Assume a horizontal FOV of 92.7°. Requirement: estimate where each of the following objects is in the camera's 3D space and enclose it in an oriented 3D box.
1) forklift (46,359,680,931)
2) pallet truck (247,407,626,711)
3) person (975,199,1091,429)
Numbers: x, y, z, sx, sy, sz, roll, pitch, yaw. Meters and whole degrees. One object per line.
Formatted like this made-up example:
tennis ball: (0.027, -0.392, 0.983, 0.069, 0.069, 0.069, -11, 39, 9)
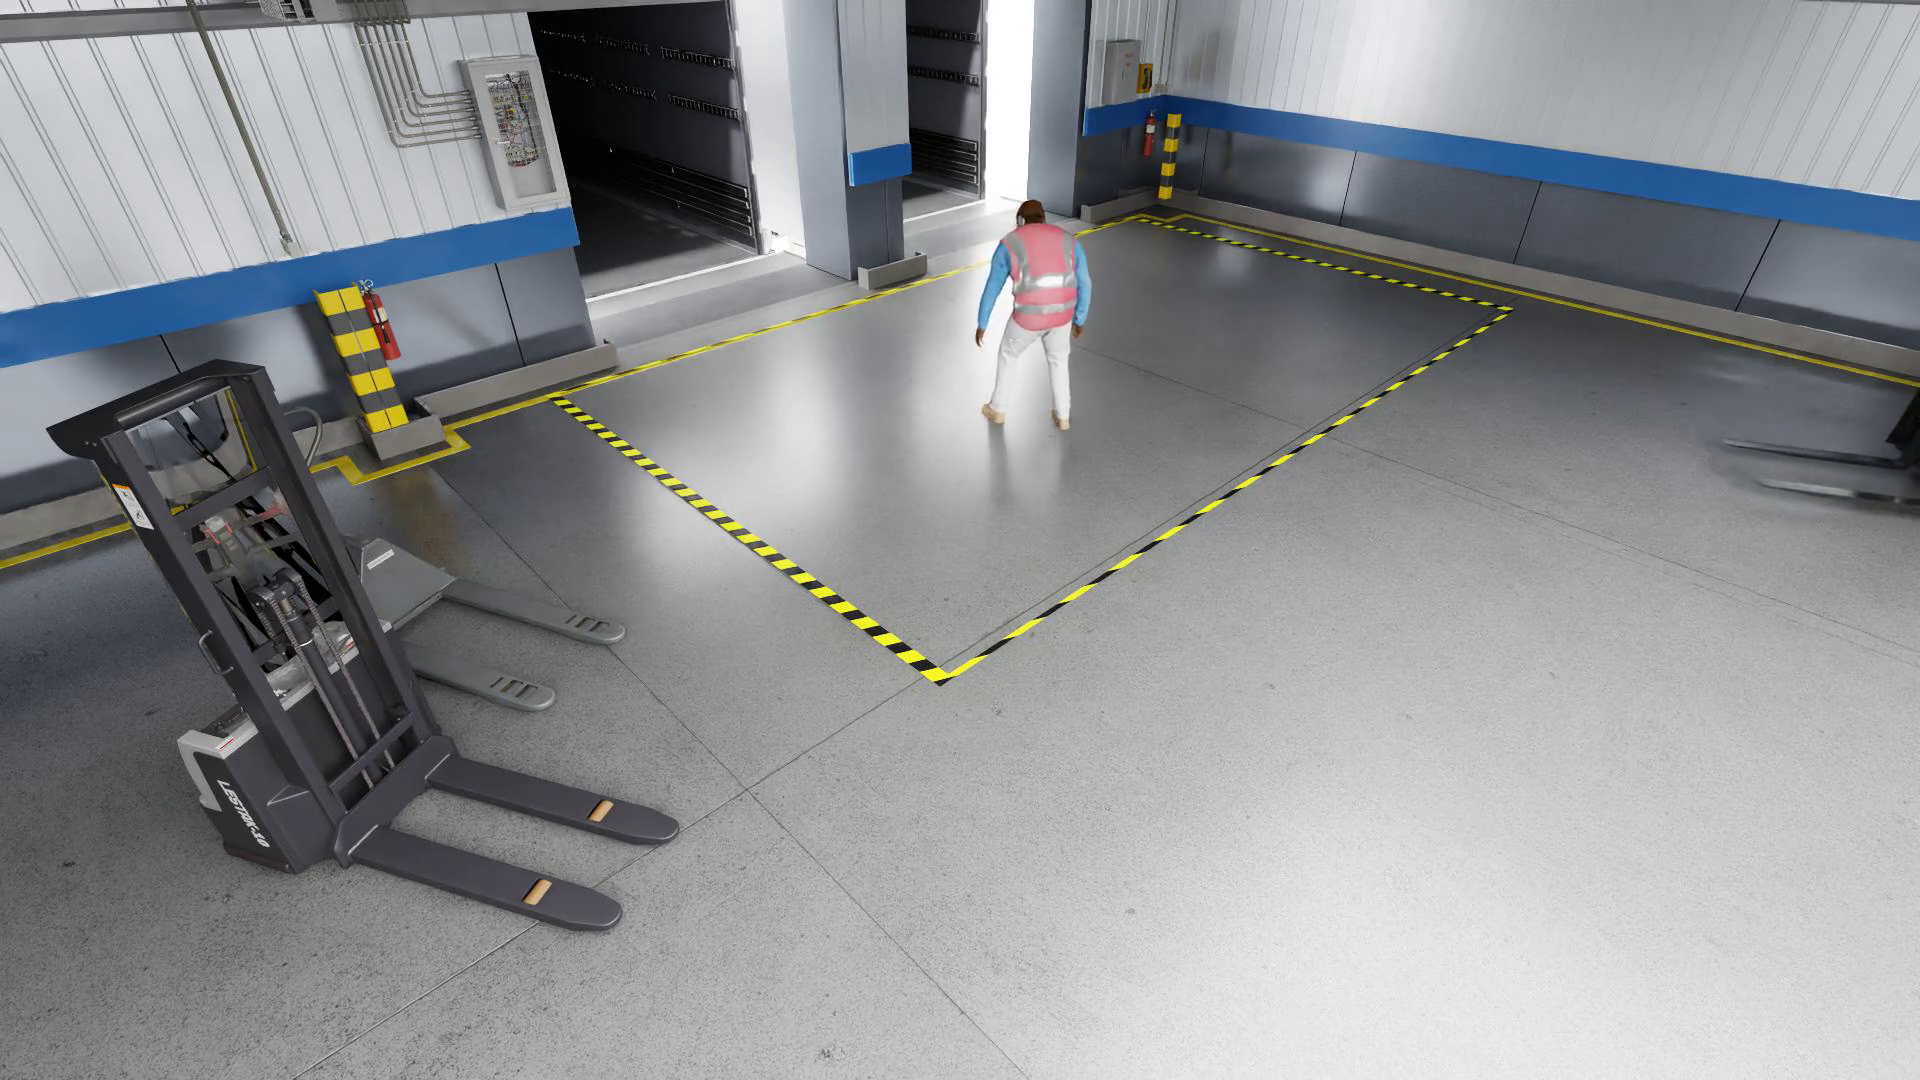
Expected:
forklift: (-2.135, 0.422, 3.354, 1.885, 1.965, 0.823, 10, 35, 14)
pallet truck: (-2.628, 0.038, 4.590, 1.601, 1.201, 0.680, 12, 36, 18)
person: (0.515, -1.633, 6.764, 0.844, 1.574, 0.780, -9, 35, -12)
